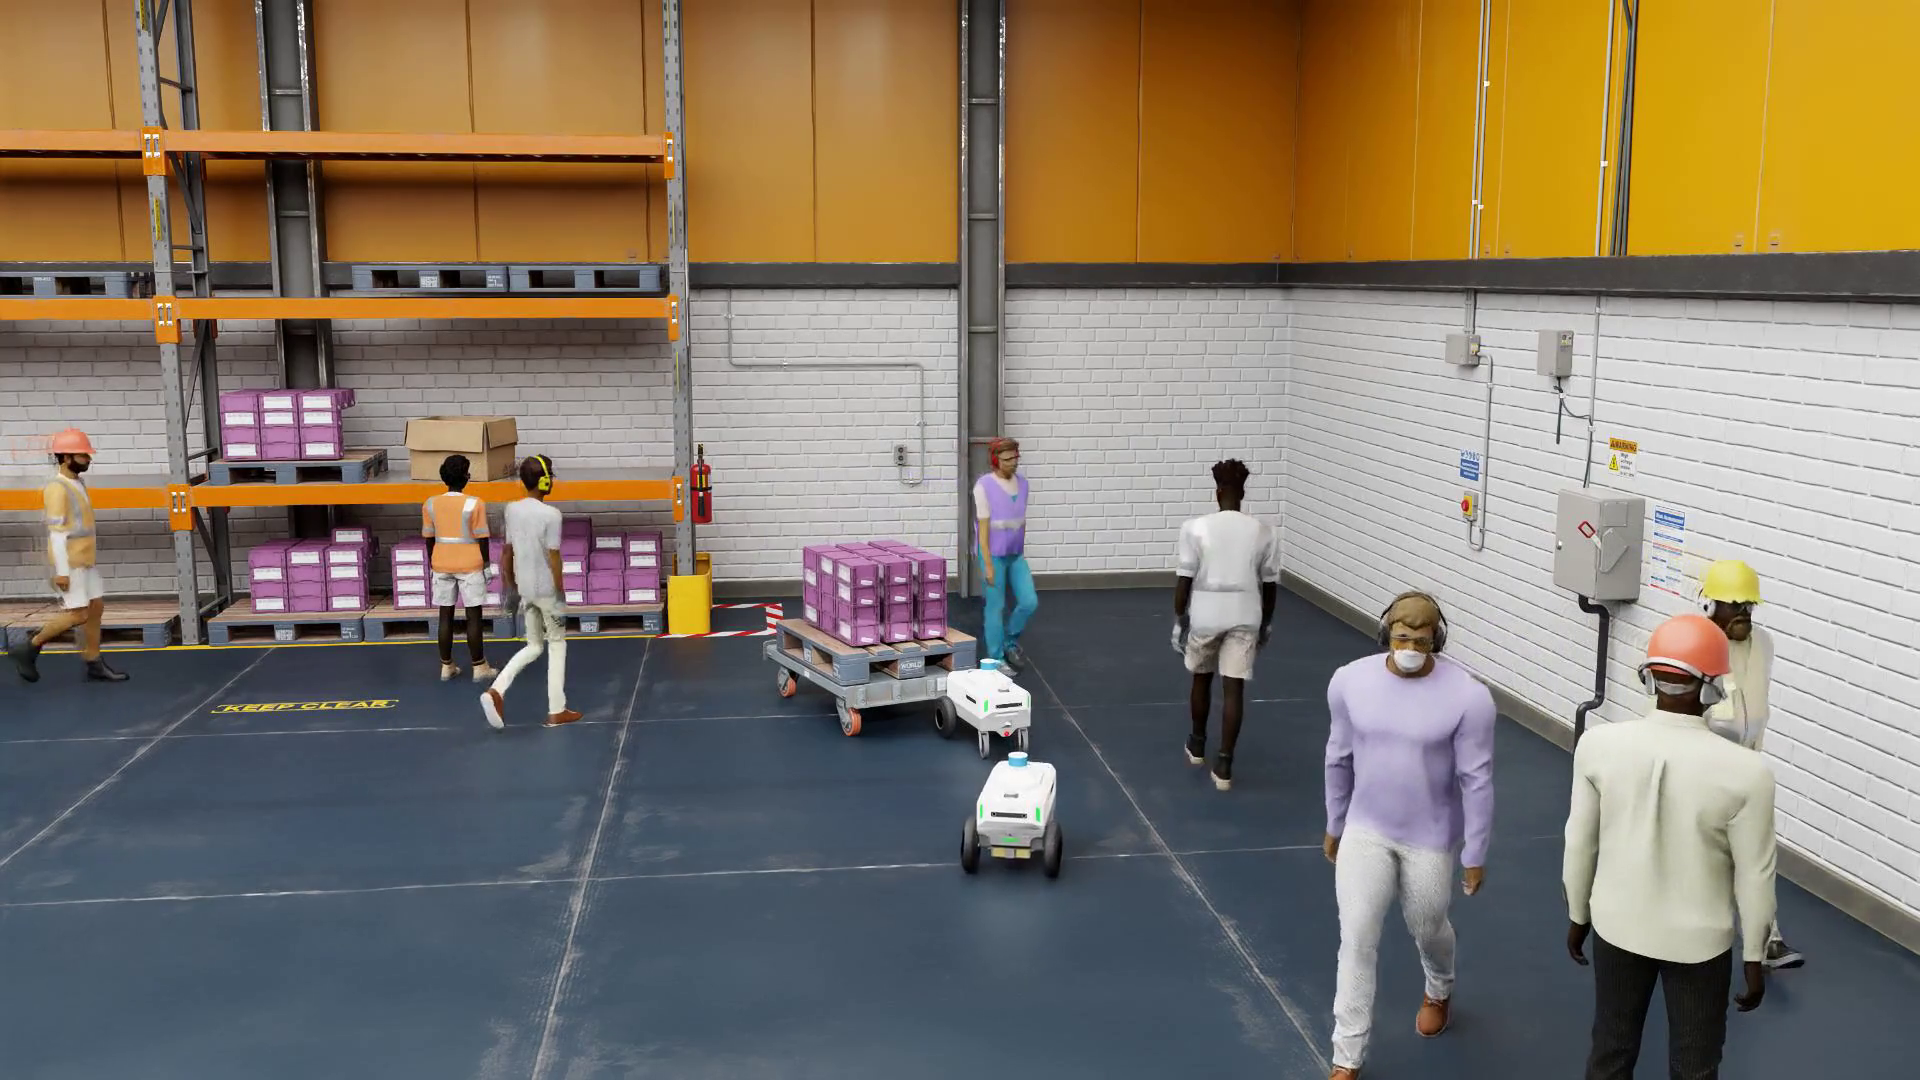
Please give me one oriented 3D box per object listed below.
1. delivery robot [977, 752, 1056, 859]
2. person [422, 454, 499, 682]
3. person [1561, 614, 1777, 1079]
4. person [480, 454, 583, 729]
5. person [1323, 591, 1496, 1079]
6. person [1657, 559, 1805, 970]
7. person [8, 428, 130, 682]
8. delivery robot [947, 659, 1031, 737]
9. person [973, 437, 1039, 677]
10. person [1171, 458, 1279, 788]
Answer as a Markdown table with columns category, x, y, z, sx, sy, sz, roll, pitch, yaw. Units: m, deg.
| category | x | y | z | sx | sy | sz | roll | pitch | yaw |
| --- | --- | --- | --- | --- | --- | --- | --- | --- | --- |
| delivery robot | 0.299 | 1.339 | 8.592 | 0.477 | 0.478 | 0.707 | 2 | 9 | 9 |
| person | -3.719 | 0.213 | 12.357 | 0.532 | 1.697 | 0.322 | 2 | 9 | 14 |
| person | 2.206 | 1.214 | 5.193 | 0.623 | 1.989 | 0.400 | 7 | 12 | 39 |
| person | -2.822 | 0.362 | 10.964 | 0.517 | 1.853 | 0.694 | 6 | 11 | 33 |
| person | 1.702 | 1.093 | 6.311 | 0.640 | 1.895 | 0.976 | 5 | 10 | 29 |
| person | 3.346 | 0.975 | 7.315 | 0.617 | 1.785 | 0.912 | -2 | 9 | -11 |
| person | -6.550 | 0.143 | 12.139 | 0.671 | 1.921 | 0.549 | -2 | 9 | -12 |
| delivery robot | 0.181 | 1.007 | 10.666 | 0.477 | 0.478 | 0.707 | -3 | 10 | -21 |
| person | 0.325 | 0.136 | 12.447 | 0.562 | 1.822 | 0.453 | -9 | 13 | -44 |
| person | 1.590 | 0.465 | 10.060 | 0.641 | 1.922 | 0.886 | 0 | 9 | 3 |
